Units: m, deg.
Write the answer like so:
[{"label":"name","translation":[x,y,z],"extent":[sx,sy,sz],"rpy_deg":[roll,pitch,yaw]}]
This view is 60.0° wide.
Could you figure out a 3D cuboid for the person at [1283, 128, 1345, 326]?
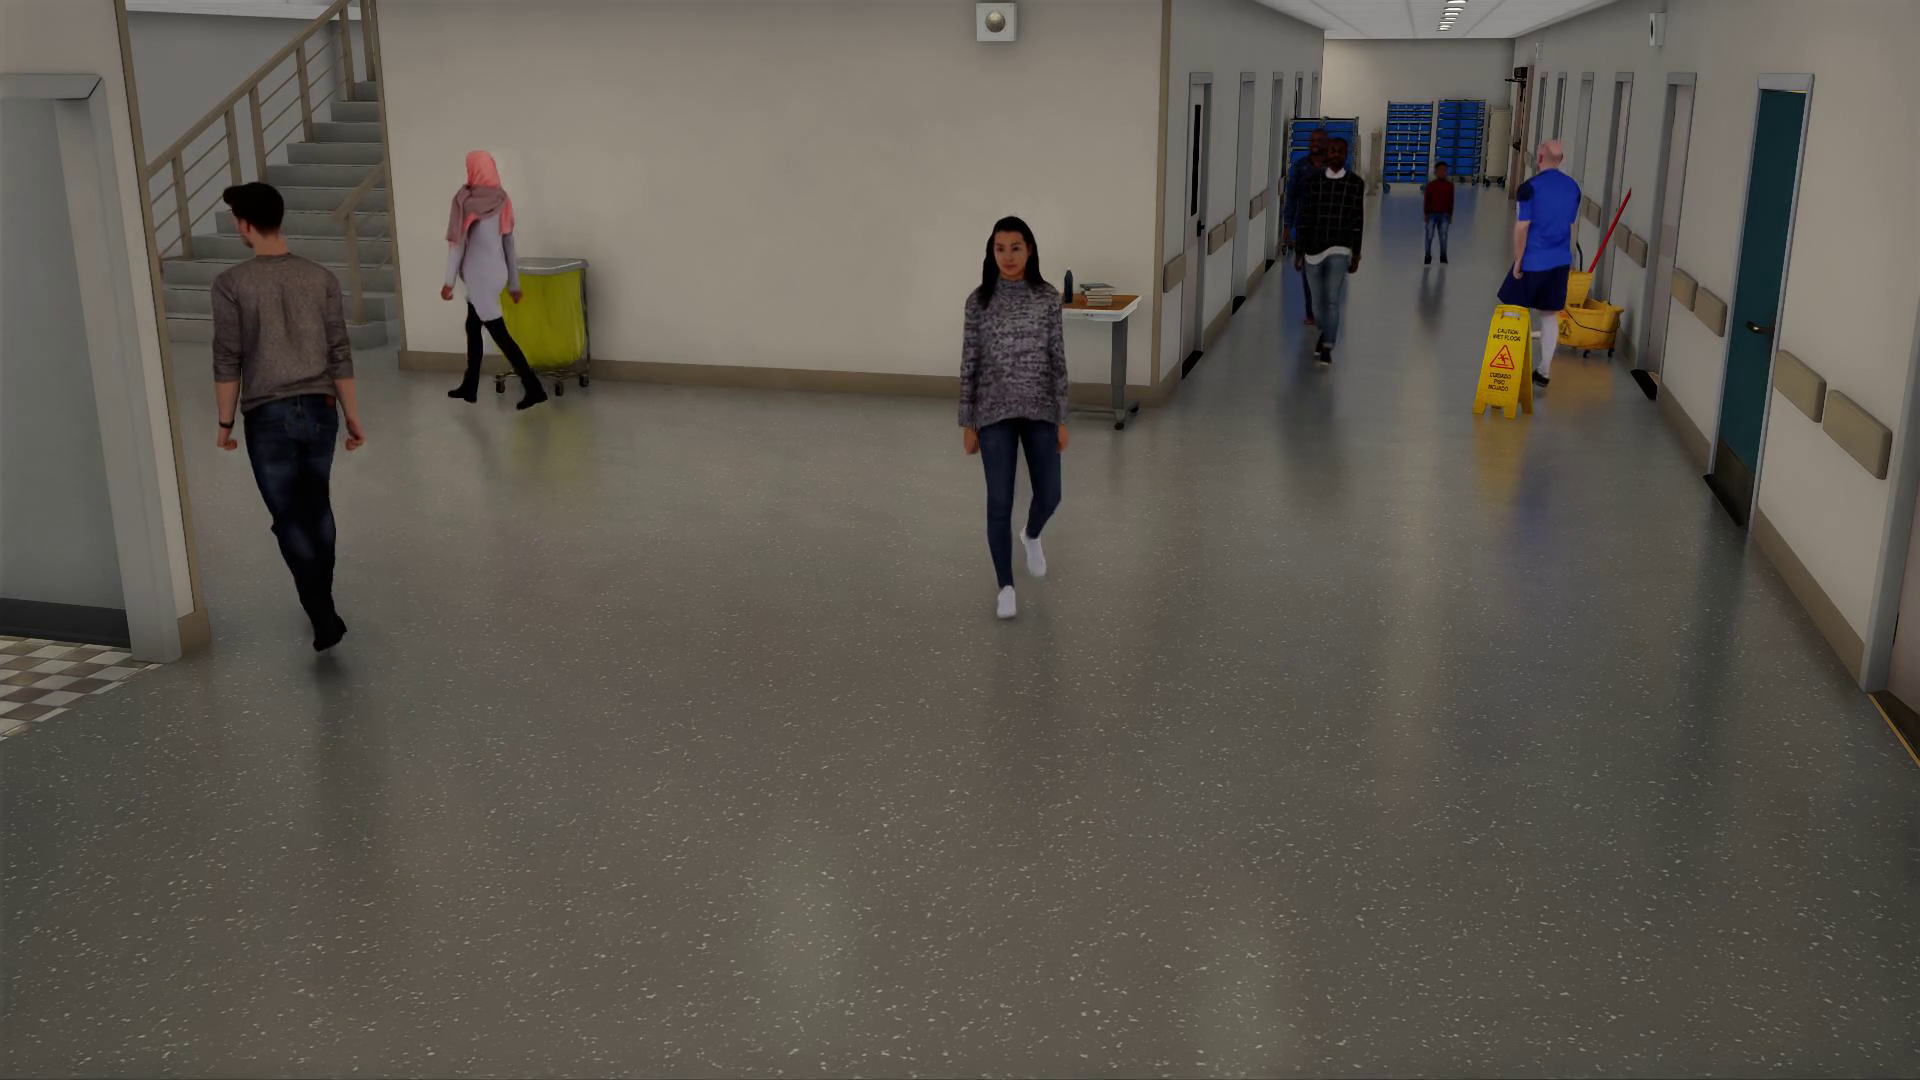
[{"label":"person","translation":[3.349,-2.920,15.570],"extent":[0.767,1.801,0.988],"rpy_deg":[6,17,22]}]

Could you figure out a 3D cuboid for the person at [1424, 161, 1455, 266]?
[{"label":"person","translation":[5.889,-4.040,20.547],"extent":[0.526,1.255,0.521],"rpy_deg":[2,16,8]}]

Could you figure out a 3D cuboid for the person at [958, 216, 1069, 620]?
[{"label":"person","translation":[0.252,-0.550,7.309],"extent":[0.753,1.723,0.896],"rpy_deg":[0,16,0]}]

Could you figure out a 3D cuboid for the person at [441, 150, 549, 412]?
[{"label":"person","translation":[-3.189,-1.729,11.432],"extent":[0.872,1.755,1.204],"rpy_deg":[8,18,27]}]

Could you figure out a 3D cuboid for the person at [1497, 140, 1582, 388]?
[{"label":"person","translation":[4.398,-2.055,12.454],"extent":[0.792,1.826,0.809],"rpy_deg":[-3,16,-9]}]

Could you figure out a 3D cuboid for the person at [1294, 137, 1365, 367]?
[{"label":"person","translation":[2.996,-2.334,13.526],"extent":[0.763,1.782,1.241],"rpy_deg":[6,17,21]}]

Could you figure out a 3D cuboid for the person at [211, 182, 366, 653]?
[{"label":"person","translation":[-2.682,-0.453,6.698],"extent":[1.231,1.868,1.203],"rpy_deg":[-11,19,-34]}]
